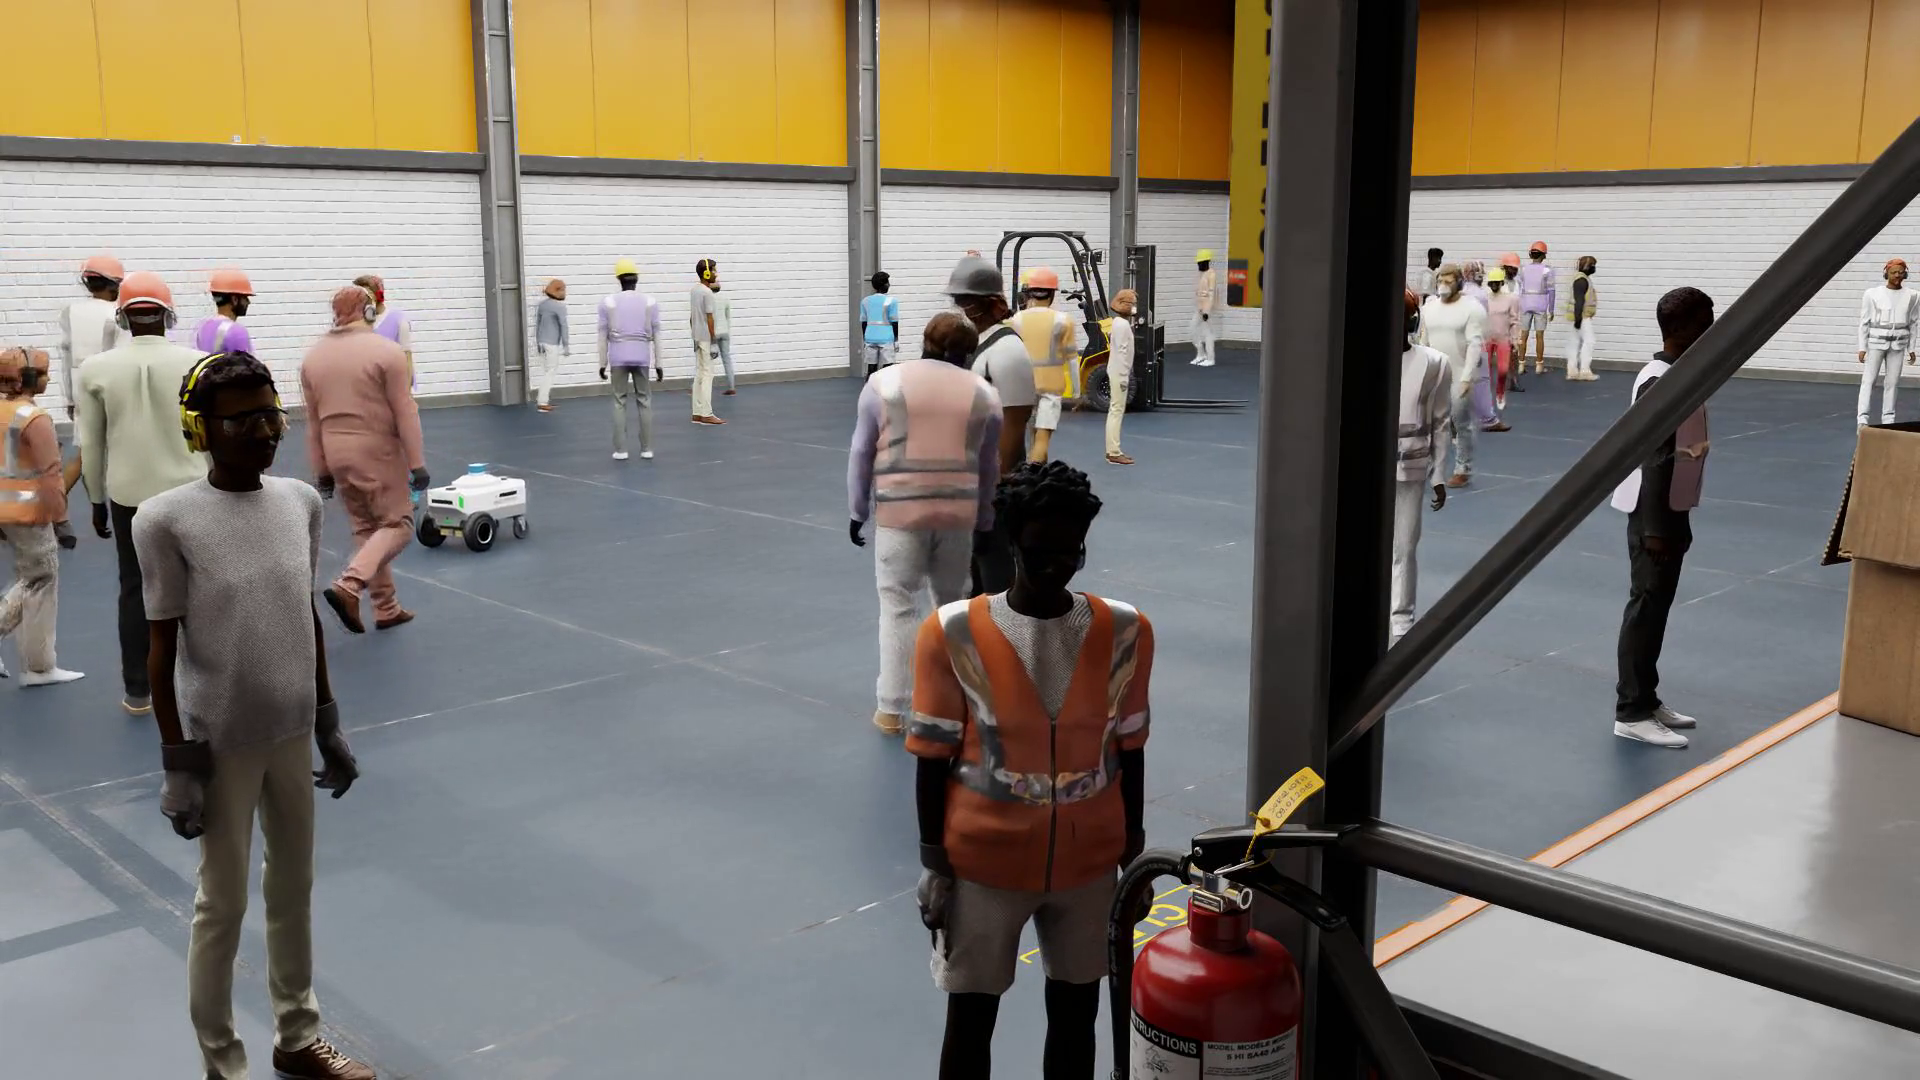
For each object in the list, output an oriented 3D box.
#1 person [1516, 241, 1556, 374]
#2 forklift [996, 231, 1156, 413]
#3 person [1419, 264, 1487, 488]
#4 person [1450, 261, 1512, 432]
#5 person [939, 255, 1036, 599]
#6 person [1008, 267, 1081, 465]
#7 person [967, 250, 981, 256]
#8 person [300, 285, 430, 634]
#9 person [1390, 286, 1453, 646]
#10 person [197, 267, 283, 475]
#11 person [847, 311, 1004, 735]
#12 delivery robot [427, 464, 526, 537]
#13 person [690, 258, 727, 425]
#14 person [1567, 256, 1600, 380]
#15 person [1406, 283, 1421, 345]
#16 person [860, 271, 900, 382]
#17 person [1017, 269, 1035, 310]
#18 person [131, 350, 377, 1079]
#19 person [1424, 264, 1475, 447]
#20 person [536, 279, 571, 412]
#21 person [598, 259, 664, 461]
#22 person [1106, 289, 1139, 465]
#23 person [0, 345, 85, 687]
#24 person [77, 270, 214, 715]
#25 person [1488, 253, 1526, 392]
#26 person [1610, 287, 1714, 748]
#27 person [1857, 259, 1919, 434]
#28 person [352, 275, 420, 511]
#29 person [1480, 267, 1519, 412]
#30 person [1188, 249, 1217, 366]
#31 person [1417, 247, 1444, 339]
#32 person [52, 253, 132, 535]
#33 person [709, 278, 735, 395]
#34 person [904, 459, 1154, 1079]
[{"bbox_3d":[8.874,-3.584,25.682,0.614,2.041,0.393,7,12,32],"label":"person"},{"bbox_3d":[1.222,-2.721,20.561,2.313,2.155,1.214,2,11,13],"label":"forklift"},{"bbox_3d":[4.014,-1.332,13.817,0.631,1.883,1.021,9,14,41],"label":"person"},{"bbox_3d":[5.537,-2.088,18.032,0.902,1.859,0.655,-4,11,-20],"label":"person"},{"bbox_3d":[0.038,-0.347,8.039,0.538,2.000,0.681,-5,12,-27],"label":"person"},{"bbox_3d":[0.648,-1.209,13.177,0.561,1.892,1.009,4,11,22],"label":"person"},{"bbox_3d":[0.199,-3.533,25.775,0.406,1.911,0.636,-10,14,-44],"label":"person"},{"bbox_3d":[-3.193,-0.406,8.824,0.703,1.874,0.680,4,11,22],"label":"person"},{"bbox_3d":[2.153,-0.327,8.359,0.578,1.881,0.346,3,11,14],"label":"person"},{"bbox_3d":[-4.725,-0.836,11.030,0.602,1.915,0.558,-9,14,-40],"label":"person"},{"bbox_3d":[-0.145,-0.078,7.210,0.674,1.806,0.441,-3,11,-14],"label":"person"},{"bbox_3d":[-3.332,-0.284,11.491,0.477,0.478,0.707,5,12,25],"label":"delivery robot"},{"bbox_3d":[-2.881,-2.242,18.841,0.310,1.868,0.533,-7,12,-32],"label":"person"},{"bbox_3d":[9.248,-3.258,24.478,0.617,1.828,0.662,4,11,19],"label":"person"},{"bbox_3d":[4.872,-2.076,18.583,0.508,1.632,0.310,3,11,16],"label":"person"},{"bbox_3d":[-0.967,-2.417,20.259,0.533,1.698,0.322,6,12,30],"label":"person"},{"bbox_3d":[0.802,-2.196,18.908,0.367,1.751,0.541,0,10,2],"label":"person"},{"bbox_3d":[-1.675,0.486,3.974,0.329,1.867,0.507,5,12,27],"label":"person"},{"bbox_3d":[4.940,-1.865,16.847,0.520,1.844,0.330,3,11,17],"label":"person"},{"bbox_3d":[-4.976,-2.359,20.200,0.512,1.606,0.467,10,14,44],"label":"person"},{"bbox_3d":[-3.120,-1.705,15.809,0.611,1.905,0.438,-4,11,-21],"label":"person"},{"bbox_3d":[1.518,-1.529,15.596,0.287,1.632,0.501,0,10,2],"label":"person"},{"bbox_3d":[-4.412,-0.092,7.800,0.530,1.622,0.414,9,14,42],"label":"person"},{"bbox_3d":[-3.594,-0.214,7.500,0.628,1.981,0.439,-3,11,-16],"label":"person"},{"bbox_3d":[7.449,-2.999,22.905,0.554,1.903,0.951,-3,11,-17],"label":"person"},{"bbox_3d":[2.978,-0.106,7.054,0.391,1.920,0.593,6,12,29],"label":"person"},{"bbox_3d":[9.907,-2.052,17.768,0.574,1.883,0.361,2,11,13],"label":"person"},{"bbox_3d":[-4.451,-1.123,12.854,0.593,1.829,0.419,6,12,29],"label":"person"},{"bbox_3d":[6.396,-2.385,19.929,0.552,1.751,0.368,4,11,22],"label":"person"},{"bbox_3d":[3.962,-3.785,27.139,0.520,1.904,0.600,-2,11,-12],"label":"person"},{"bbox_3d":[7.433,-3.705,26.599,0.534,1.945,0.624,3,11,18],"label":"person"},{"bbox_3d":[-6.098,-0.998,11.679,0.620,2.013,0.856,2,11,9],"label":"person"},{"bbox_3d":[-3.246,-2.721,22.153,0.372,1.616,0.521,10,15,44],"label":"person"},{"bbox_3d":[0.152,0.669,3.447,0.530,1.692,0.321,-2,11,-13],"label":"person"}]
